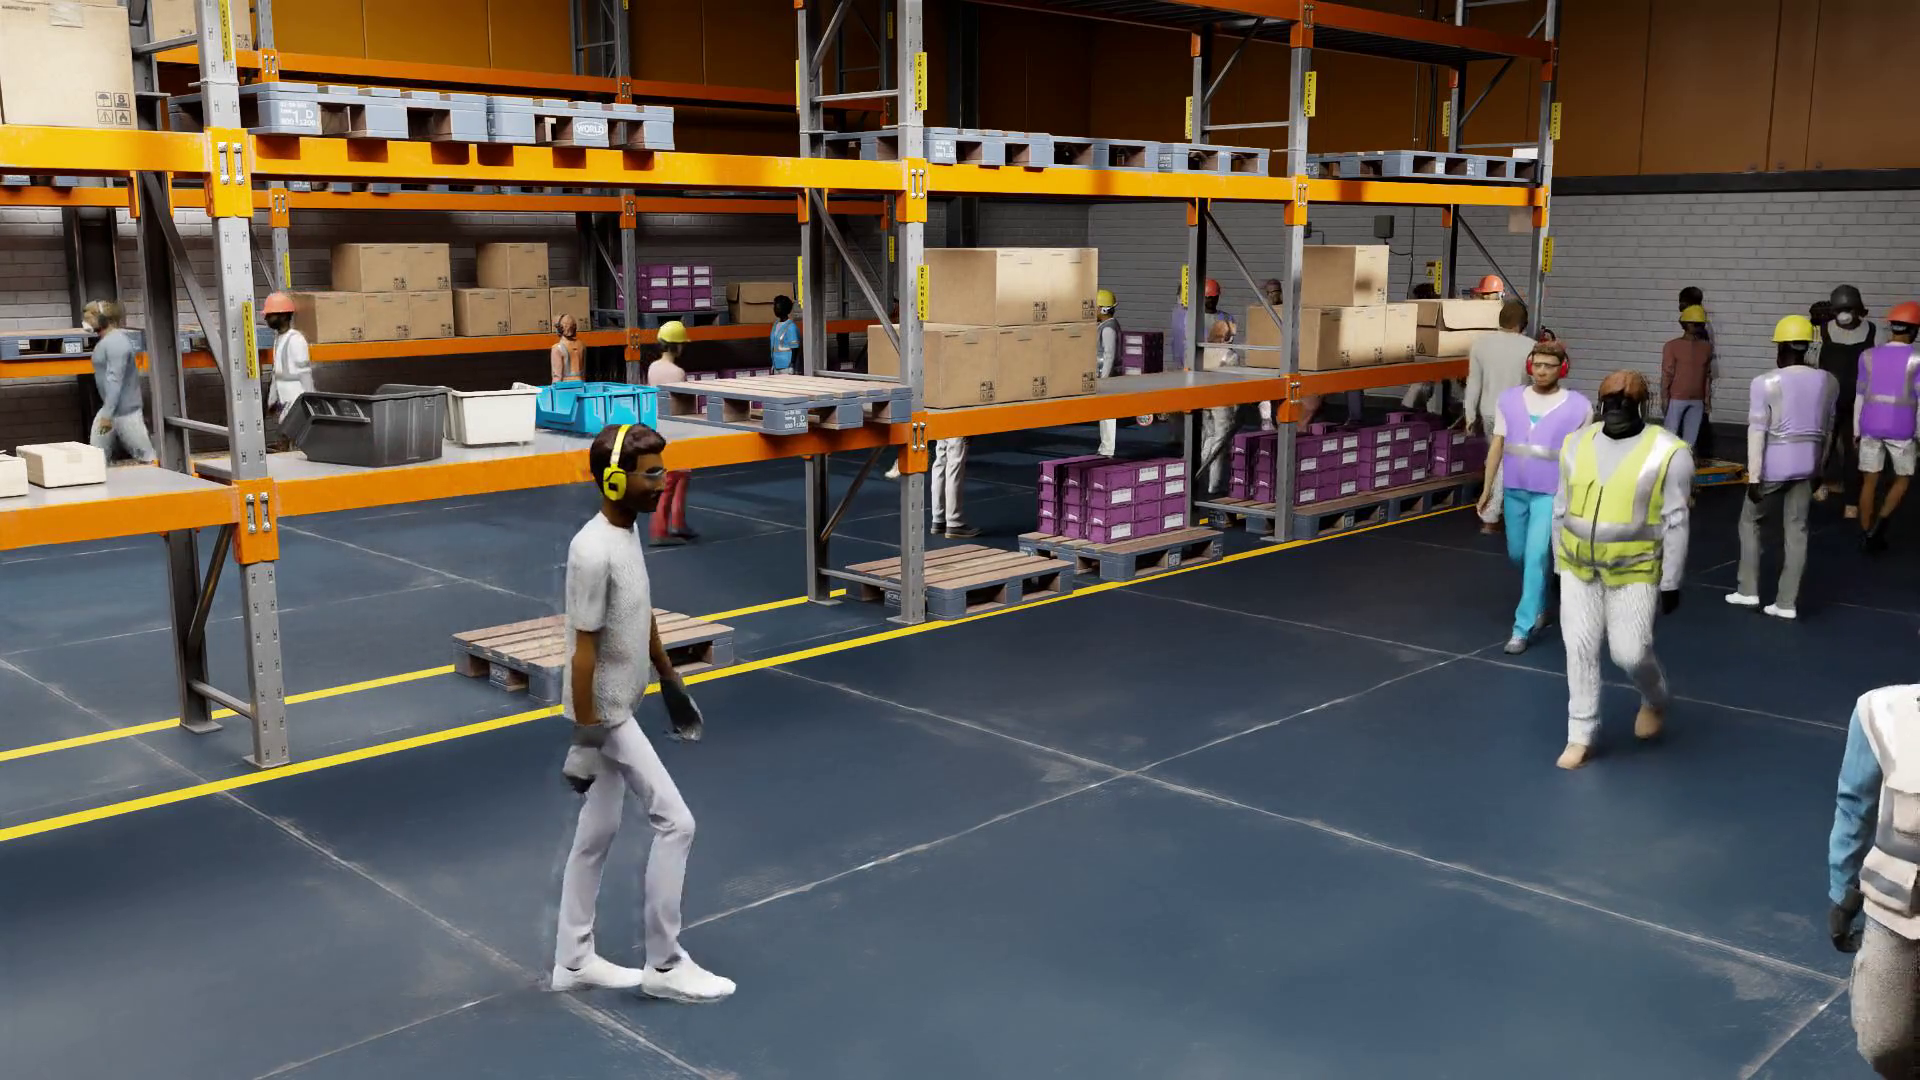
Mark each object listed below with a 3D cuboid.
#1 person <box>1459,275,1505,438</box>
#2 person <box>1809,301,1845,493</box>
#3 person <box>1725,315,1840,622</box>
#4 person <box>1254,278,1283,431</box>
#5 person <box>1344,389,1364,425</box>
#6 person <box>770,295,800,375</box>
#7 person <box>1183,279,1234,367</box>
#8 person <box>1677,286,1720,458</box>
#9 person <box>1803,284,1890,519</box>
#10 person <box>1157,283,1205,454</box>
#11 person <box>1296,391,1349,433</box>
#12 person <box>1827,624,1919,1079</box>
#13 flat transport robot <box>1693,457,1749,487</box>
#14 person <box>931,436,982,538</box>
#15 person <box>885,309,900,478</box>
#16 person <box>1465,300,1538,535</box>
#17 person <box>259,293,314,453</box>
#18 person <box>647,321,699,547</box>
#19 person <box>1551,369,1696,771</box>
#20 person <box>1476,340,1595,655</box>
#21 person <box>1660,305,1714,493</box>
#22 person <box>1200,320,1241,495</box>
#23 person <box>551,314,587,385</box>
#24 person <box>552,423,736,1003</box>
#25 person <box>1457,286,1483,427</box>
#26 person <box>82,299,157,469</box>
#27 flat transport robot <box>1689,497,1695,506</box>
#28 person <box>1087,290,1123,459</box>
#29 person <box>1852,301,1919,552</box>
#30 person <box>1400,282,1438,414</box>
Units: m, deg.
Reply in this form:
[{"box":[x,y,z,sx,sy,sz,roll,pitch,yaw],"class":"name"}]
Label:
[{"box":[5.477,-1.748,17.301,0.609,1.995,0.376,9,14,41],"class":"person"},{"box":[8.101,-1.339,15.634,0.885,1.790,0.634,7,13,34],"class":"person"},{"box":[5.192,-0.467,10.545,0.610,1.902,0.701,0,10,-1],"class":"person"},{"box":[3.834,-2.220,20.170,0.666,1.882,0.570,-4,11,-21],"class":"person"},{"box":[4.750,-2.234,20.190,0.404,1.911,0.636,2,11,11],"class":"person"},{"box":[-2.098,-2.073,19.886,0.318,1.697,0.535,-7,13,-35],"class":"person"},{"box":[2.674,-1.835,17.929,0.542,1.939,0.361,0,10,1],"class":"person"},{"box":[7.419,-1.617,16.869,0.598,1.889,0.673,3,11,17],"class":"person"},{"box":[7.639,-1.241,14.412,0.697,2.000,0.811,5,11,23],"class":"person"},{"box":[2.465,-1.877,18.208,0.638,1.912,0.651,-8,13,-37],"class":"person"},{"box":[3.747,-1.646,17.063,0.807,1.874,0.643,-3,11,-16],"class":"person"},{"box":[2.357,0.886,3.943,0.516,1.625,0.620,10,14,43],"class":"person"},{"box":[6.923,-0.634,15.932,1.431,0.197,0.652,-5,11,-25],"class":"flat transport robot"},{"box":[-0.054,-0.958,13.297,0.339,1.882,0.581,-5,11,-25],"class":"person"},{"box":[-0.555,-1.489,16.741,0.539,1.676,0.664,9,14,42],"class":"person"},{"box":[4.479,-1.006,13.568,0.655,1.881,1.040,9,14,40],"class":"person"},{"box":[-6.095,-1.280,15.059,1.003,1.877,0.568,-7,13,-35],"class":"person"},{"box":[-2.175,-0.822,12.926,0.599,1.745,0.543,-7,12,-33],"class":"person"},{"box":[3.000,0.126,7.573,0.625,1.826,0.621,10,14,44],"class":"person"},{"box":[3.415,-0.284,9.818,0.581,1.816,0.892,9,14,41],"class":"person"},{"box":[6.790,-1.309,15.536,0.534,1.766,0.319,-3,11,-13],"class":"person"},{"box":[2.412,-1.227,15.453,0.366,1.623,0.534,-8,13,-37],"class":"person"},{"box":[-3.843,-1.401,16.372,0.312,1.642,0.512,4,11,22],"class":"person"},{"box":[-0.985,0.550,5.218,0.733,1.839,0.493,-1,10,-7],"class":"person"},{"box":[5.692,-1.843,18.184,0.485,1.866,0.629,0,10,-2],"class":"person"},{"box":[-7.031,-1.084,14.006,0.998,1.894,0.631,-9,14,-40],"class":"person"},{"box":[5.973,-0.496,15.180,0.652,0.197,1.431,-2,11,-12],"class":"flat transport robot"},{"box":[1.519,-1.724,17.613,0.404,1.833,0.588,1,10,3],"class":"person"},{"box":[7.025,-0.837,12.551,0.479,1.915,0.572,-10,14,-43],"class":"person"},{"box":[4.641,-1.610,16.689,0.662,1.934,0.641,-2,11,-12],"class":"person"}]
